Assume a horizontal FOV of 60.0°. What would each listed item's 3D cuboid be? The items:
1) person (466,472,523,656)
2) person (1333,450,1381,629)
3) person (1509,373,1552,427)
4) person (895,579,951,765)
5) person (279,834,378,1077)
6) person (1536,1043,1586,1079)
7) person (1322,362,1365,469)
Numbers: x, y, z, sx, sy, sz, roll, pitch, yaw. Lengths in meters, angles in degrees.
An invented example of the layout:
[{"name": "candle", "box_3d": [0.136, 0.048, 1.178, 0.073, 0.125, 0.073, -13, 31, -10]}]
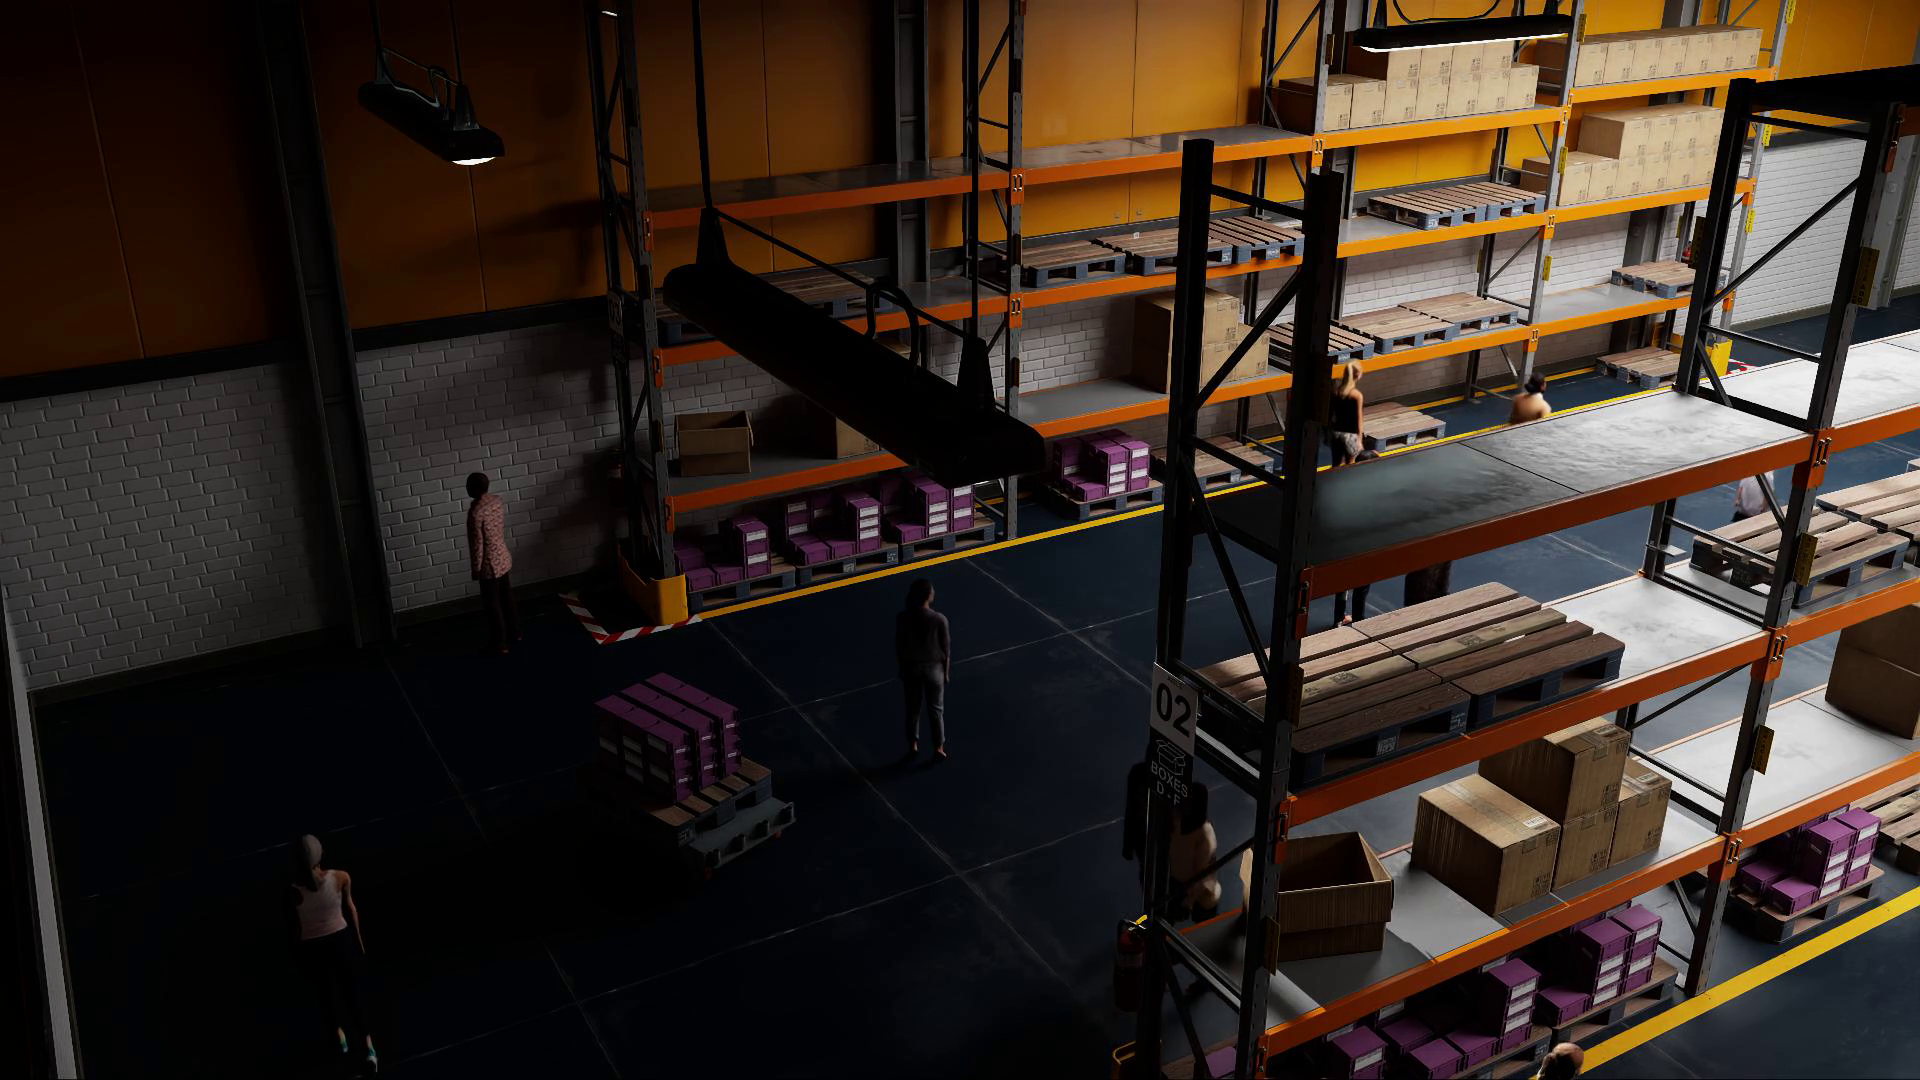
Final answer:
[{"name": "person", "box_3d": [-4.443, 0.211, 15.808, 0.816, 1.803, 0.763, 5, 24, 12]}, {"name": "person", "box_3d": [3.872, 0.021, 16.130, 0.572, 1.893, 0.672, -12, 26, -26]}, {"name": "person", "box_3d": [6.304, -1.022, 18.698, 0.672, 1.746, 0.666, -14, 27, -28]}, {"name": "person", "box_3d": [-0.309, 1.108, 13.911, 0.699, 1.677, 0.773, 4, 24, 9]}, {"name": "person", "box_3d": [-3.934, 2.639, 10.406, 0.966, 1.680, 0.681, -15, 28, -31]}, {"name": "person", "box_3d": [3.257, 3.358, 9.275, 0.887, 1.267, 0.524, -11, 26, -24]}, {"name": "person", "box_3d": [4.354, -1.148, 18.870, 0.773, 1.839, 0.873, -18, 29, -35]}]
